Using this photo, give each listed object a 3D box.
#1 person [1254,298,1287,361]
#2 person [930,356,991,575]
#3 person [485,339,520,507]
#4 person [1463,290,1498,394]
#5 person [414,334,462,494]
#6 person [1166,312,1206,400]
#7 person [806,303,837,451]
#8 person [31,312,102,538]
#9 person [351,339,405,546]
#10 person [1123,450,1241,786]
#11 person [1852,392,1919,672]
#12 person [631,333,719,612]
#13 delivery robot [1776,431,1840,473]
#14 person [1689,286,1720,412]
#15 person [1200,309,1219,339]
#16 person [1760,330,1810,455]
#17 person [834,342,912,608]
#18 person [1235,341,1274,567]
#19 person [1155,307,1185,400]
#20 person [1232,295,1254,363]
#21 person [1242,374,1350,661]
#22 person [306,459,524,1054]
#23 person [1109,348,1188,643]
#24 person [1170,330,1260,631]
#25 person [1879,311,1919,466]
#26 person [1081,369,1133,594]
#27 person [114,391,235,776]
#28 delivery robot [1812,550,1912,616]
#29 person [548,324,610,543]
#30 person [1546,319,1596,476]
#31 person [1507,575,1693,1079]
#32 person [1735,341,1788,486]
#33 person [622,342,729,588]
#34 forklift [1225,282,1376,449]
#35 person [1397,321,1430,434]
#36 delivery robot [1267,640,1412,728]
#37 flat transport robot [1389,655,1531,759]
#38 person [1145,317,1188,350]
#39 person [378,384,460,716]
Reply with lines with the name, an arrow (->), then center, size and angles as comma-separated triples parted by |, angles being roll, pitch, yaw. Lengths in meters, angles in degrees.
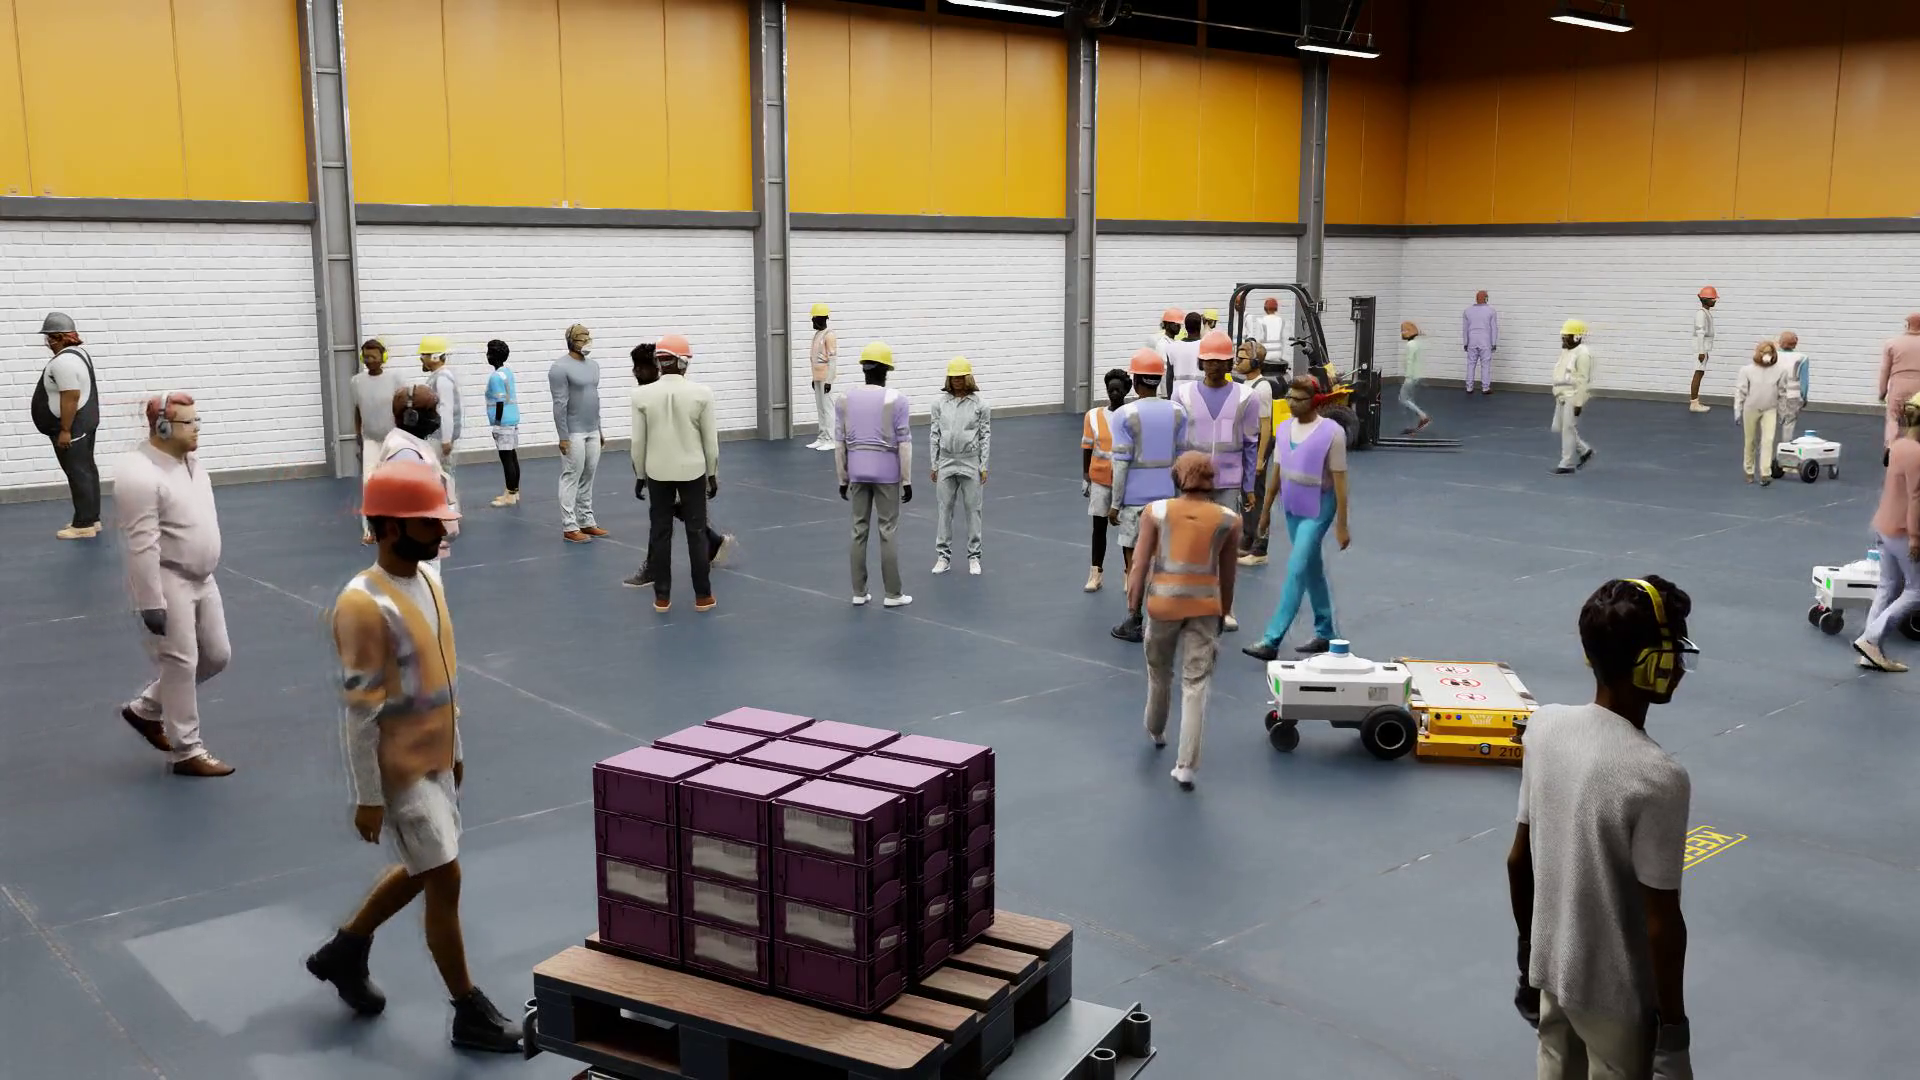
person -> 4.992, -2.981, 26.895 | 0.599, 1.865, 0.423 | -3, 10, -15
person -> -0.004, -0.589, 13.258 | 0.487, 1.744, 0.294 | 1, 10, 8
person -> -4.636, -1.182, 16.865 | 0.322, 1.697, 0.533 | 0, 10, -2
person -> 9.578, -3.634, 30.608 | 0.640, 1.909, 0.409 | 7, 12, 35
person -> -4.848, -0.985, 15.366 | 0.481, 1.818, 0.605 | -3, 10, -18
person -> 2.560, -1.557, 18.405 | 0.590, 1.922, 0.391 | 5, 11, 28
person -> -1.802, -2.135, 21.773 | 0.363, 1.928, 0.587 | -5, 11, -26
person -> -8.072, -1.038, 15.015 | 0.535, 2.000, 0.684 | -2, 10, -14
person -> -5.185, -0.901, 14.923 | 0.526, 1.817, 0.986 | -1, 10, -4
person -> 1.075, 0.353, 8.182 | 0.566, 1.598, 0.775 | 1, 10, 4
person -> 5.699, -0.035, 10.014 | 0.402, 1.731, 0.578 | 3, 10, 17
person -> -2.023, -0.473, 11.859 | 0.610, 1.989, 0.392 | 0, 10, -2
delivery robot -> 9.614, -0.997, 18.847 | 0.707, 0.478, 0.477 | -5, 11, -26
person -> 12.137, -3.108, 27.130 | 0.377, 2.044, 0.608 | 5, 11, 27
person -> 3.654, -2.524, 24.531 | 0.316, 1.765, 0.523 | -2, 10, -13
person -> 10.160, -1.768, 20.497 | 0.535, 1.628, 0.533 | 7, 12, 37
person -> -0.612, -0.465, 12.028 | 0.585, 1.916, 0.388 | 4, 10, 20
person -> 2.388, -0.705, 13.635 | 0.350, 1.847, 0.506 | -1, 10, -7
person -> 2.464, -1.762, 19.567 | 0.376, 1.934, 0.547 | 3, 10, 18
person -> 4.750, -3.213, 28.203 | 0.354, 1.885, 0.573 | -4, 10, -20
person -> 2.072, -0.134, 10.423 | 0.931, 1.792, 0.605 | -5, 11, -27
person -> -1.774, 0.685, 5.311 | 0.834, 1.913, 0.557 | 1, 10, 7
person -> 1.220, -0.292, 10.952 | 0.542, 1.938, 0.357 | -4, 11, -24
person -> 1.708, -0.395, 11.255 | 0.610, 2.041, 0.381 | 1, 10, 7
person -> 11.435, -1.814, 20.023 | 0.663, 1.885, 0.805 | 6, 11, 32
person -> 1.167, -0.440, 12.517 | 0.535, 1.700, 0.318 | 3, 10, 14
person -> -3.855, 0.219, 8.086 | 0.528, 1.891, 0.655 | 1, 10, 3
delivery robot -> 6.146, 0.310, 11.192 | 0.707, 0.478, 0.477 | 2, 10, 11
person -> -3.377, -0.949, 14.792 | 0.367, 1.939, 0.634 | 4, 10, 21
person -> 7.088, -1.640, 19.175 | 0.507, 1.818, 0.613 | 0, 10, -1
person -> 1.403, 0.996, 3.620 | 0.315, 1.866, 0.534 | -3, 10, -17
person -> 8.832, -1.386, 18.339 | 0.525, 1.585, 0.858 | 3, 10, 19
person -> -2.228, -0.618, 13.020 | 0.637, 1.902, 1.048 | 9, 13, 42
forklift -> 4.328, -2.346, 22.227 | 2.313, 2.155, 1.214 | 3, 10, 16
person -> 6.408, -2.281, 23.526 | 0.416, 1.618, 0.519 | 4, 10, 20
delivery robot -> 1.947, 0.757, 8.575 | 0.707, 0.478, 0.477 | 1, 10, 5
flat transport robot -> 2.713, 0.880, 8.960 | 0.652, 0.197, 1.431 | 1, 10, 8
person -> 2.705, -2.118, 22.125 | 0.702, 1.782, 0.929 | -3, 10, -19
person -> -2.965, 0.064, 9.146 | 0.429, 1.841, 0.633 | -3, 10, -18
